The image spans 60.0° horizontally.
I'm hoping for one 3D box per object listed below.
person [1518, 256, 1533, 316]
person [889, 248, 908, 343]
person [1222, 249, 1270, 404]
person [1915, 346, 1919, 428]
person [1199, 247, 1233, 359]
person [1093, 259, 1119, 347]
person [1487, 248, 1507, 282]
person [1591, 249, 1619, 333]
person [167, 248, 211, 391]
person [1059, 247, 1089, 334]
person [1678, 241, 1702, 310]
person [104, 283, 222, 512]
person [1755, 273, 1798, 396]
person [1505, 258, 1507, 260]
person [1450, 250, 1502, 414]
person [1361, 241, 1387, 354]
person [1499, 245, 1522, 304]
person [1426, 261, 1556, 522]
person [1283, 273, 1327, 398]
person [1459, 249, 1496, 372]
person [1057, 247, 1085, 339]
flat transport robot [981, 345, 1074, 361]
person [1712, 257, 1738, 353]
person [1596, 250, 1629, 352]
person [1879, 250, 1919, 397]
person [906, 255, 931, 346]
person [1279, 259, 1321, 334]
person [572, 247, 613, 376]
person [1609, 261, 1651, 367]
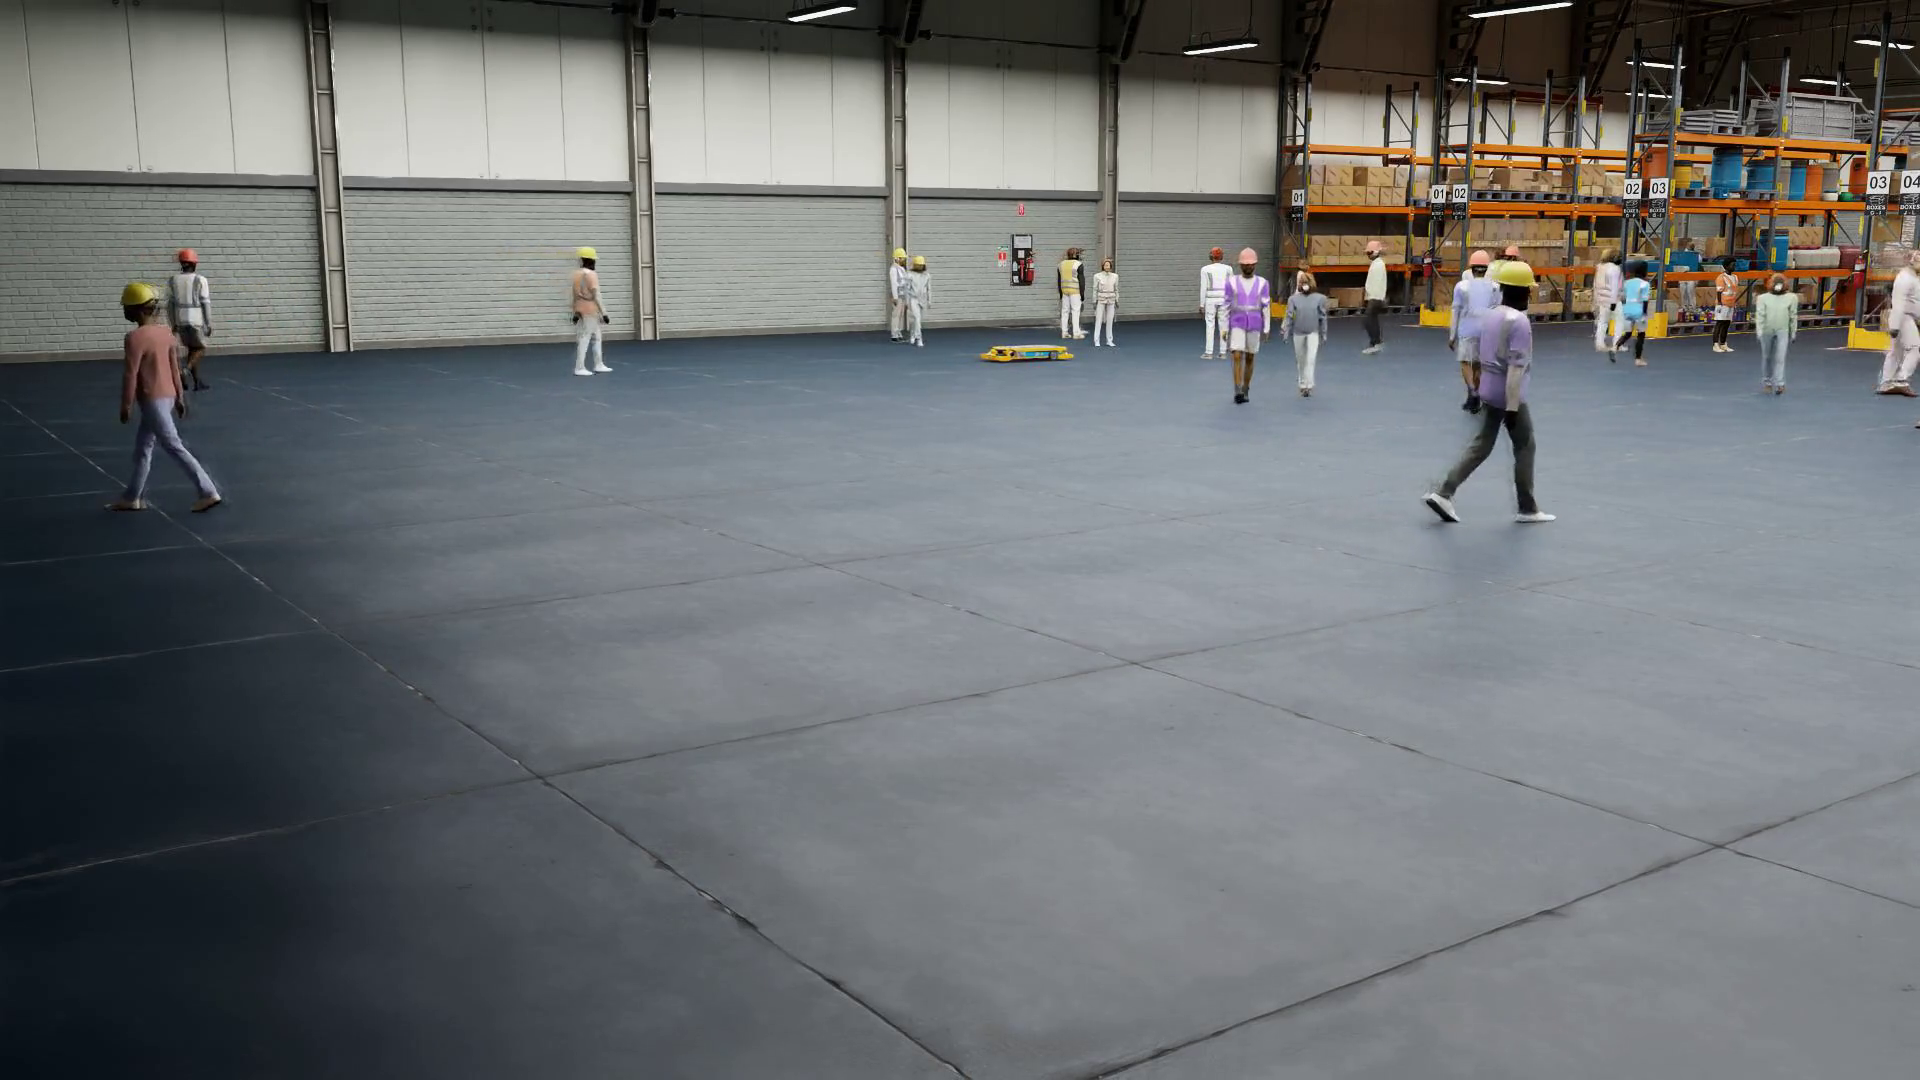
[{"bbox_3d":[11.966,-5.229,35.525,0.514,1.639,0.314,6,12,30],"label":"person"},{"bbox_3d":[-1.179,-4.764,32.448,0.404,1.830,0.601,2,11,13],"label":"person"},{"bbox_3d":[3.531,-2.608,20.440,0.570,1.896,0.930,1,10,4],"label":"person"},{"bbox_3d":[10.600,-2.119,17.764,0.638,1.902,0.406,7,12,34],"label":"person"},{"bbox_3d":[4.313,-3.992,28.077,0.574,1.883,0.356,-3,11,-14],"label":"person"},{"bbox_3d":[2.741,-4.453,31.268,0.515,1.640,0.314,-3,11,-15],"label":"person"},{"bbox_3d":[10.663,-4.854,32.915,0.633,1.841,0.429,0,10,-2],"label":"person"},{"bbox_3d":[13.737,-5.295,35.444,0.426,1.803,0.591,-9,14,-40],"label":"person"},{"bbox_3d":[-10.221,-2.898,22.015,0.550,1.916,0.770,1,10,4],"label":"person"},{"bbox_3d":[2.422,-5.266,35.203,0.561,1.834,0.508,2,10,10],"label":"person"},{"bbox_3d":[18.046,-6.411,41.182,0.354,1.937,0.635,-4,11,-21],"label":"person"},{"bbox_3d":[-5.975,-1.046,12.382,0.916,1.719,0.530,0,10,0],"label":"person"},{"bbox_3d":[10.646,-2.682,21.723,0.509,1.577,0.872,5,11,25],"label":"person"},{"bbox_3d":[12.365,-5.638,37.756,0.308,1.644,0.511,-6,12,-30],"label":"person"},{"bbox_3d":[6.023,-2.420,19.402,0.549,1.913,0.893,1,10,5],"label":"person"},{"bbox_3d":[7.186,-4.221,29.064,0.490,1.978,0.663,0,10,2],"label":"person"},{"bbox_3d":[9.683,-4.287,29.619,0.821,1.917,0.555,0,10,-1],"label":"person"},{"bbox_3d":[3.833,-1.045,11.906,0.921,1.896,0.596,-2,11,-10],"label":"person"},{"bbox_3d":[4.416,-2.617,21.332,0.528,1.583,0.853,4,11,19],"label":"person"},{"bbox_3d":[7.884,-3.485,25.352,0.517,1.865,0.334,2,11,10],"label":"person"},{"bbox_3d":[2.280,-5.004,33.743,0.630,1.839,0.429,9,14,40],"label":"person"},{"bbox_3d":[1.127,-3.131,27.777,1.431,0.197,0.652,-5,12,-26],"label":"flat transport robot"},{"bbox_3d":[13.631,-4.175,29.588,0.541,1.696,0.316,-7,13,-34],"label":"person"},{"bbox_3d":[11.735,-4.263,29.722,0.680,1.819,0.654,0,10,0],"label":"person"},{"bbox_3d":[12.285,-2.792,21.513,0.599,1.880,0.635,5,12,27],"label":"person"},{"bbox_3d":[-0.816,-4.536,31.543,0.493,1.716,0.757,-4,11,-22],"label":"person"},{"bbox_3d":[7.220,-5.161,35.292,0.862,1.592,0.501,3,11,14],"label":"person"},{"bbox_3d":[-5.451,-3.404,24.818,0.813,1.897,0.598,-7,12,-33],"label":"person"},{"bbox_3d":[10.657,-3.581,26.362,0.595,1.681,0.537,-5,12,-26],"label":"person"}]
